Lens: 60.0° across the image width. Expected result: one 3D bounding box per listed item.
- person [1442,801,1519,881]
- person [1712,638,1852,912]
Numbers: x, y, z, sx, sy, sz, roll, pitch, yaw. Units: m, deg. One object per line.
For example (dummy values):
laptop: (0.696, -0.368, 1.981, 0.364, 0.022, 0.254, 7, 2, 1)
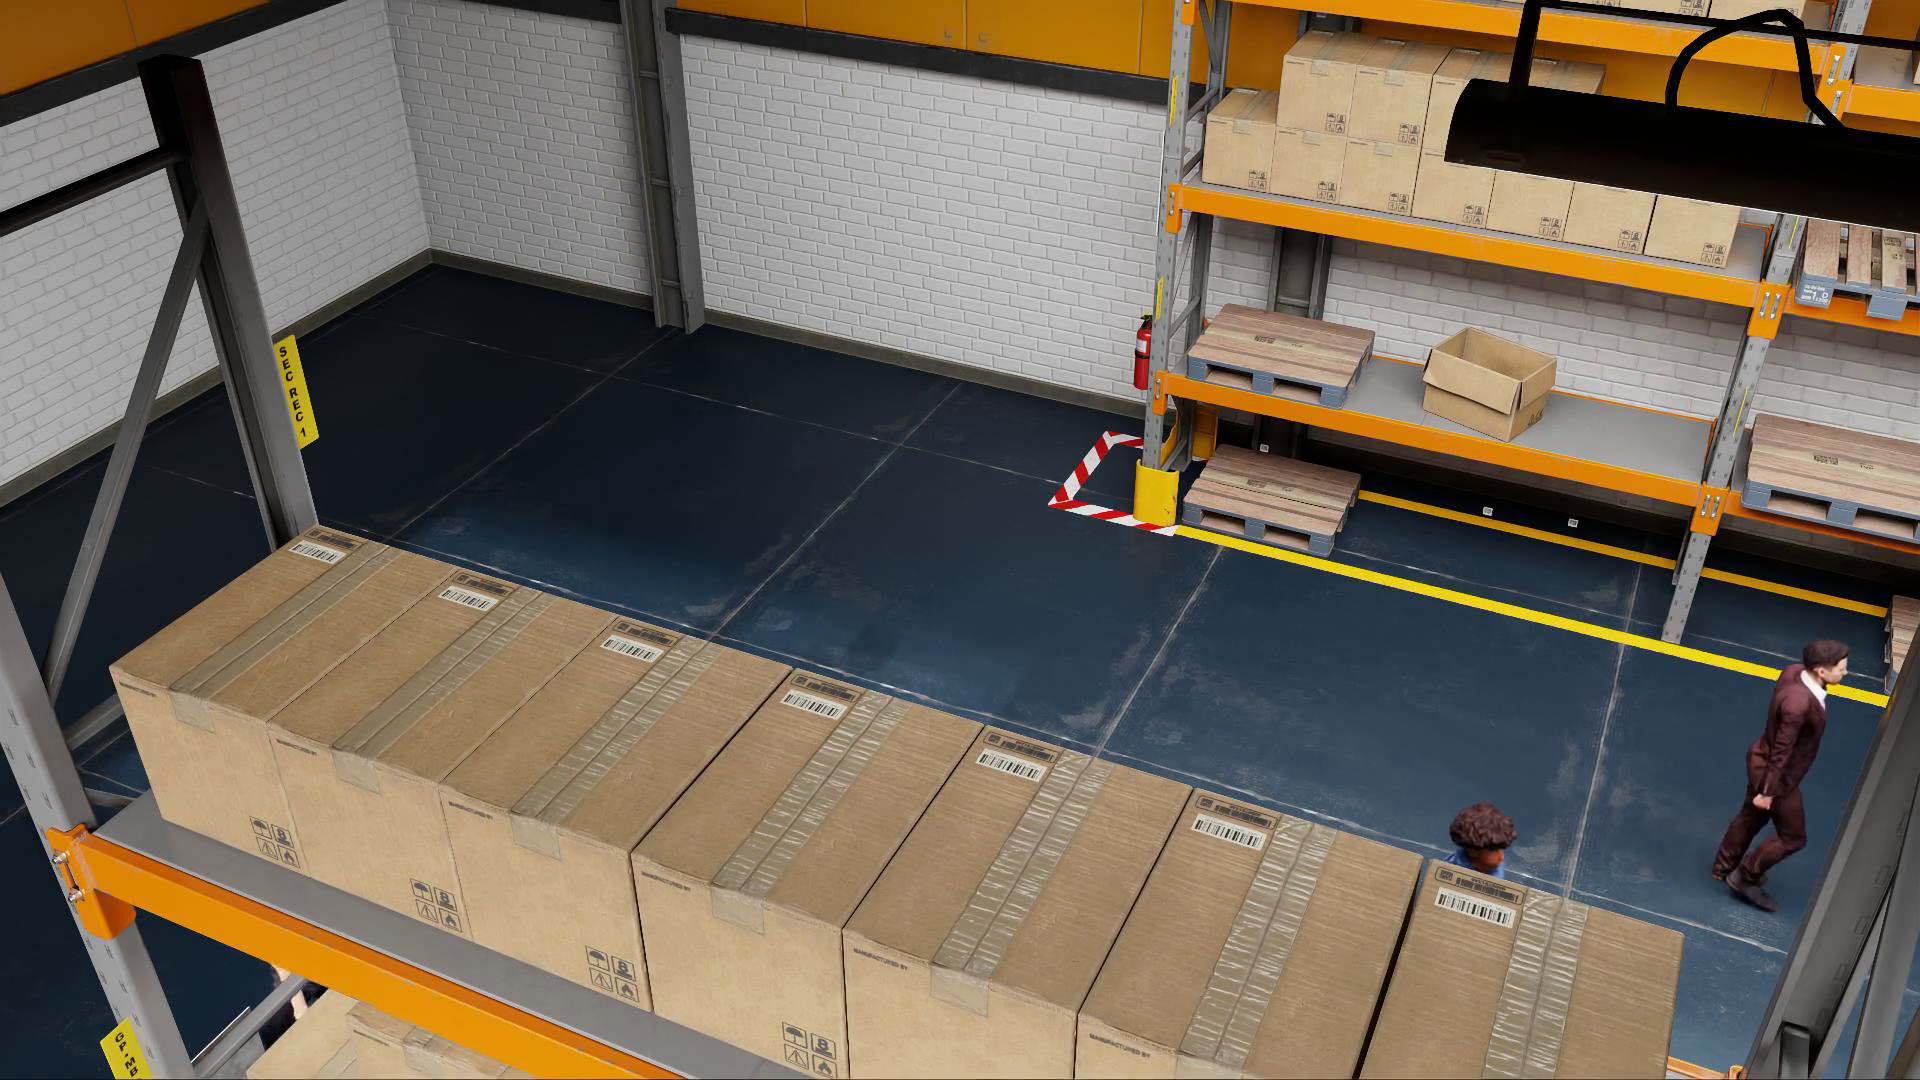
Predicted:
person: (2.490, 2.046, 8.385, 0.765, 1.811, 0.740, -26, 41, -33)
person: (4.584, 1.290, 9.485, 0.667, 1.853, 0.724, 9, 35, 14)
